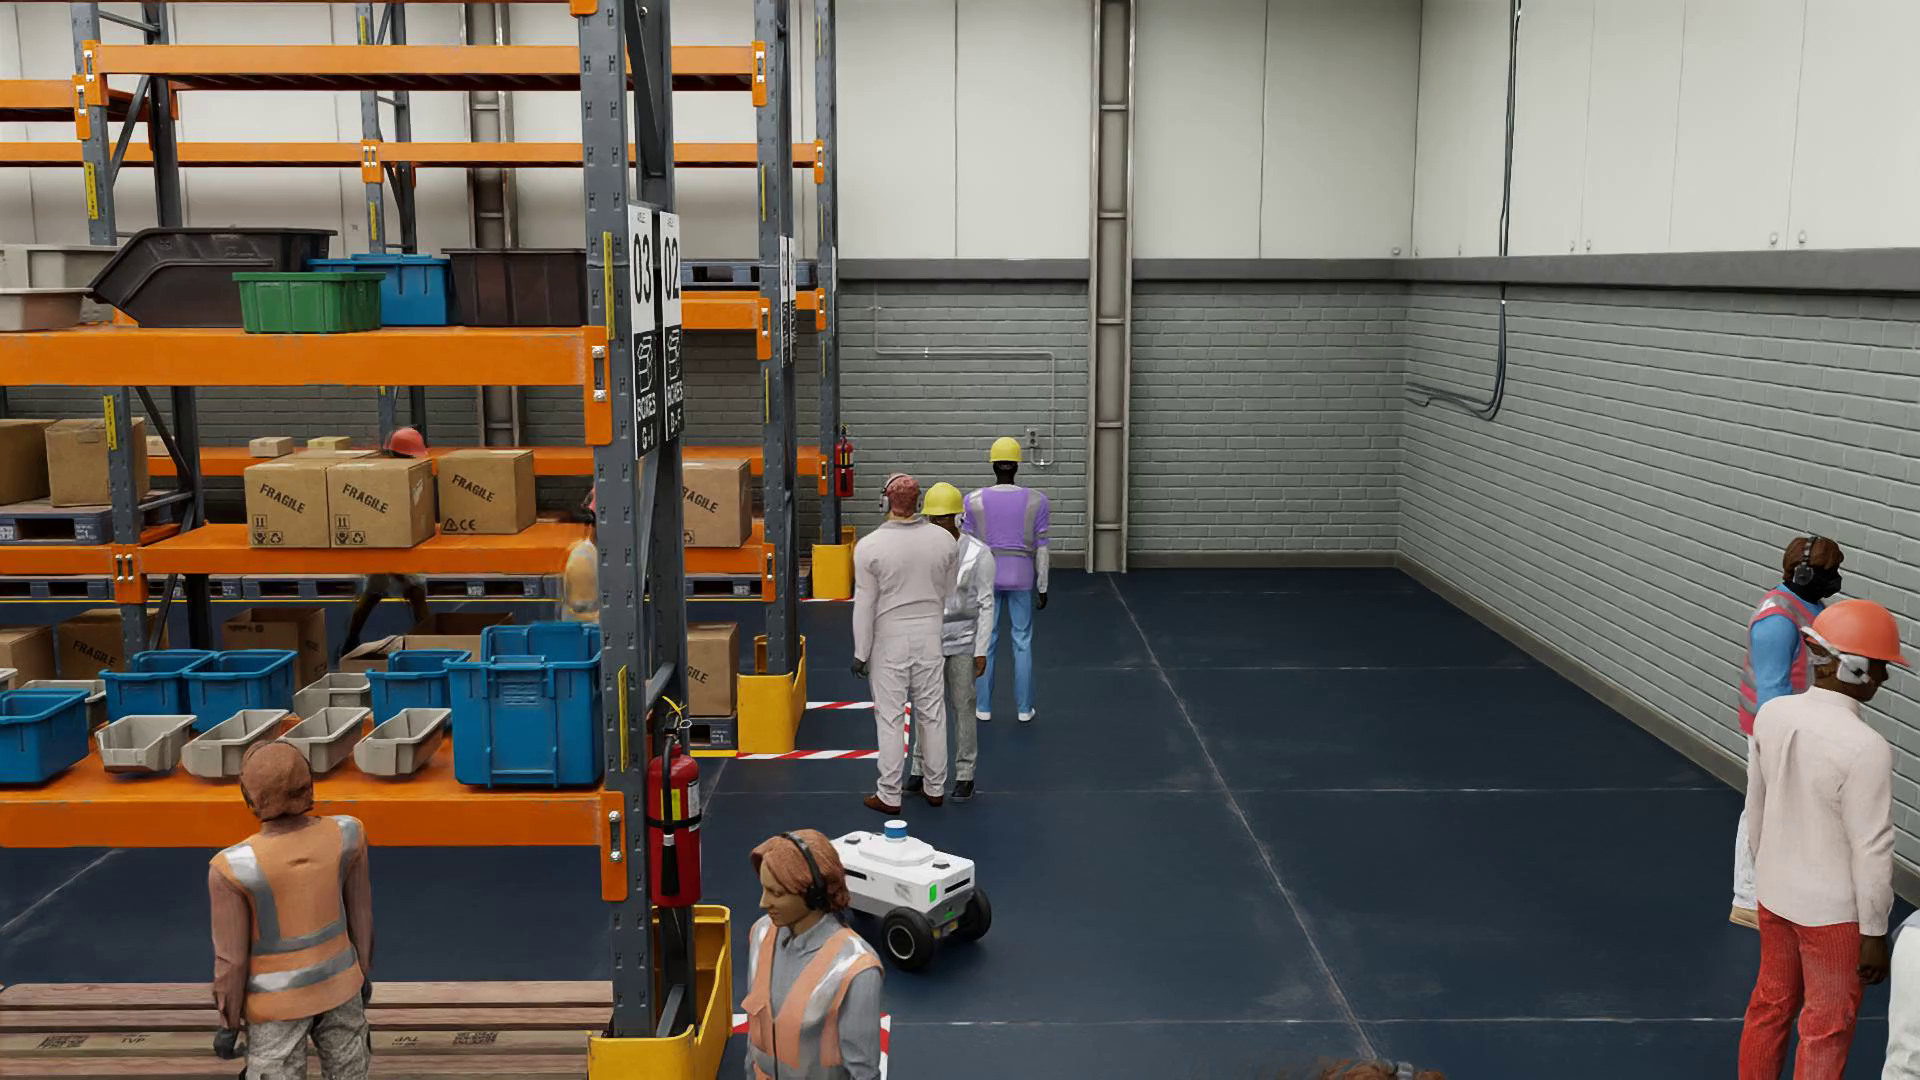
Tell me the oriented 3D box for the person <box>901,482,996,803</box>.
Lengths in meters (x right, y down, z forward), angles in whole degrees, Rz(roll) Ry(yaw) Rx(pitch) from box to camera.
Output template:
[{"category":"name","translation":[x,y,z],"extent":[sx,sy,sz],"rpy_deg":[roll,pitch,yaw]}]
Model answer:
[{"category":"person","translation":[-0.099,0.580,9.501],"extent":[0.590,1.833,0.404],"rpy_deg":[4,10,22]}]

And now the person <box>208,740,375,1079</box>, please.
[{"category":"person","translation":[-2.004,1.405,5.045],"extent":[0.312,1.638,0.512],"rpy_deg":[8,12,39]}]

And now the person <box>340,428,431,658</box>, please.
[{"category":"person","translation":[-4.280,0.072,12.584],"extent":[1.075,1.846,0.551],"rpy_deg":[1,9,9]}]

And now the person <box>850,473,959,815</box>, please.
[{"category":"person","translation":[-0.323,0.577,9.296],"extent":[0.637,1.910,0.403],"rpy_deg":[-5,10,-27]}]

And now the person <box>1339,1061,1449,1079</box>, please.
[{"category":"person","translation":[0.726,1.707,2.617],"extent":[0.634,1.824,0.655],"rpy_deg":[4,10,23]}]

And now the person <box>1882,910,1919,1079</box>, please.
[{"category":"person","translation":[2.404,1.450,3.826],"extent":[0.616,1.943,0.398],"rpy_deg":[-1,9,-9]}]

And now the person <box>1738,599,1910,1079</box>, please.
[{"category":"person","translation":[2.806,1.173,5.403],"extent":[0.392,1.985,0.609],"rpy_deg":[-1,9,-9]}]

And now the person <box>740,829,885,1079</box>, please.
[{"category":"person","translation":[-0.371,1.531,4.302],"extent":[0.313,1.631,0.525],"rpy_deg":[-8,13,-42]}]

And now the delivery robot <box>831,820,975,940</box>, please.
[{"category":"delivery robot","translation":[-0.287,1.503,7.467],"extent":[0.707,0.478,0.477],"rpy_deg":[7,12,37]}]

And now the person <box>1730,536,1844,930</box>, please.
[{"category":"person","translation":[3.826,0.884,7.659],"extent":[0.431,1.835,0.624],"rpy_deg":[8,12,41]}]

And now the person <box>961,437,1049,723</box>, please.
[{"category":"person","translation":[0.303,0.270,11.149],"extent":[0.588,1.918,0.392],"rpy_deg":[0,9,1]}]
